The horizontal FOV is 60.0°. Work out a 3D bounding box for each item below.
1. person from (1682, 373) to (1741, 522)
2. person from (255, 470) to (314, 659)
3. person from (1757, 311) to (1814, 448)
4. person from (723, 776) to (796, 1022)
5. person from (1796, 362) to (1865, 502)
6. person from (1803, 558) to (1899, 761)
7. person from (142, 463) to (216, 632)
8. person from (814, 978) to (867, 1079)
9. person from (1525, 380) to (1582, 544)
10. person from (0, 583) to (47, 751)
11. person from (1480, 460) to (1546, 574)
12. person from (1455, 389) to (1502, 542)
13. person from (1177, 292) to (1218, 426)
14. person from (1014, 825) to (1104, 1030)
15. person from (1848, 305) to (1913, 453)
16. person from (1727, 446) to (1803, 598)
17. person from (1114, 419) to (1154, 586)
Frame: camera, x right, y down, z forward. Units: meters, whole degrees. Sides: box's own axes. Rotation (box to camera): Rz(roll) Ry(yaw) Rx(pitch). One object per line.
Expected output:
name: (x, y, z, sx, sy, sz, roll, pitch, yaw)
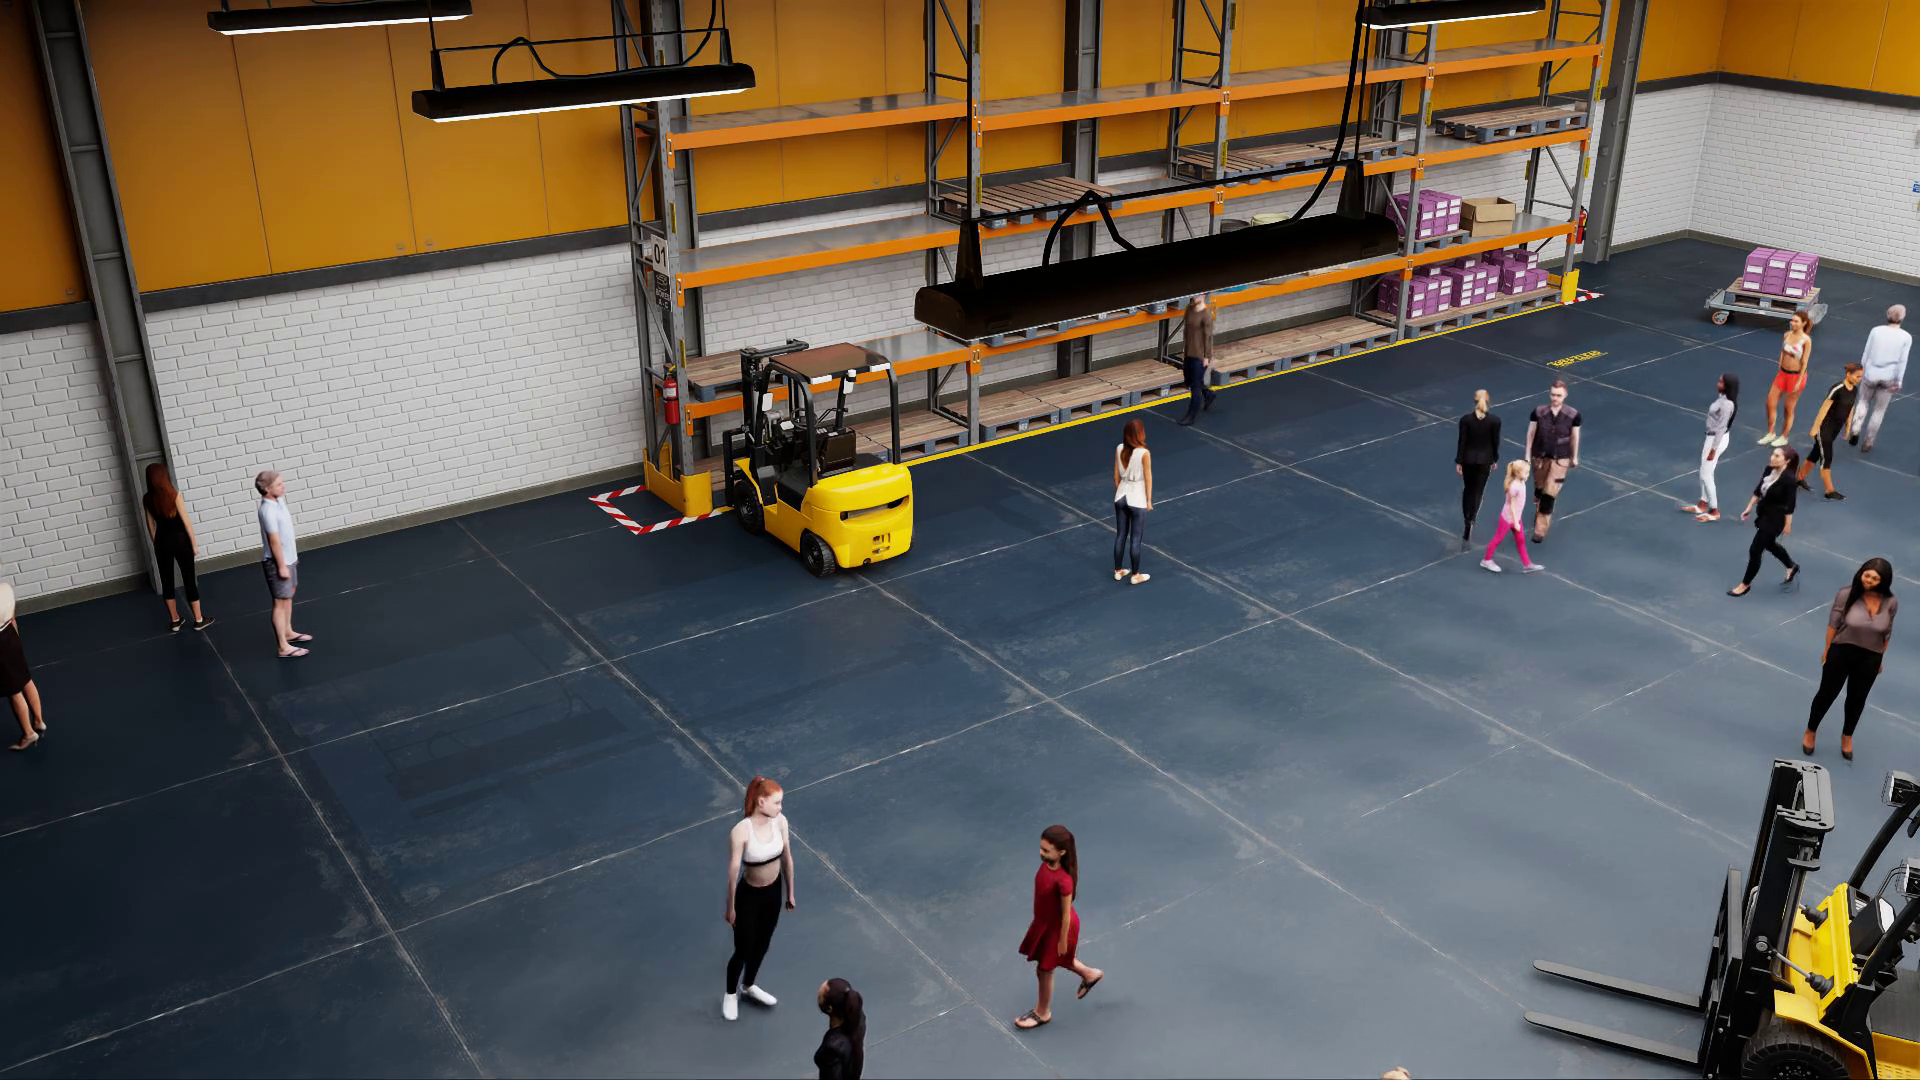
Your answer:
person: (8.541, -1.061, 18.728, 0.795, 1.724, 0.716, 11, 26, 23)
person: (-6.435, 0.201, 15.708, 0.696, 1.830, 0.714, -4, 24, -9)
person: (10.478, -2.014, 20.844, 0.641, 1.775, 0.604, -13, 27, -27)
person: (-1.364, 2.354, 10.922, 0.478, 1.719, 0.794, -12, 26, -25)
person: (10.089, -1.326, 19.455, 0.930, 1.627, 0.761, -10, 26, -22)
person: (7.471, 0.977, 13.921, 0.747, 1.840, 0.791, 6, 24, 14)
person: (-7.654, 0.064, 16.152, 0.621, 1.726, 0.709, 0, 24, 1)
person: (-0.654, 3.124, 9.170, 0.707, 1.711, 0.620, 7, 24, 15)
person: (6.529, -0.919, 18.322, 1.065, 1.787, 1.357, 12, 26, 26)
person: (-8.069, 0.959, 14.071, 0.729, 1.753, 0.715, 0, 24, -1)
person: (5.717, -0.243, 17.454, 0.695, 1.245, 0.853, 20, 30, 38)
person: (5.637, -0.783, 18.156, 0.984, 1.672, 1.167, 10, 25, 21)
person: (3.146, -2.431, 21.675, 0.951, 1.874, 0.642, -16, 28, -32)
person: (0.683, 2.491, 10.836, 0.934, 1.537, 0.706, -6, 24, -14)
person: (11.375, -1.968, 20.614, 0.792, 1.875, 0.883, 18, 29, 35)
person: (8.293, -0.187, 16.850, 1.152, 1.625, 0.938, -2, 24, -4)
person: (1.761, -0.398, 17.135, 0.642, 1.785, 0.617, 17, 29, 34)
